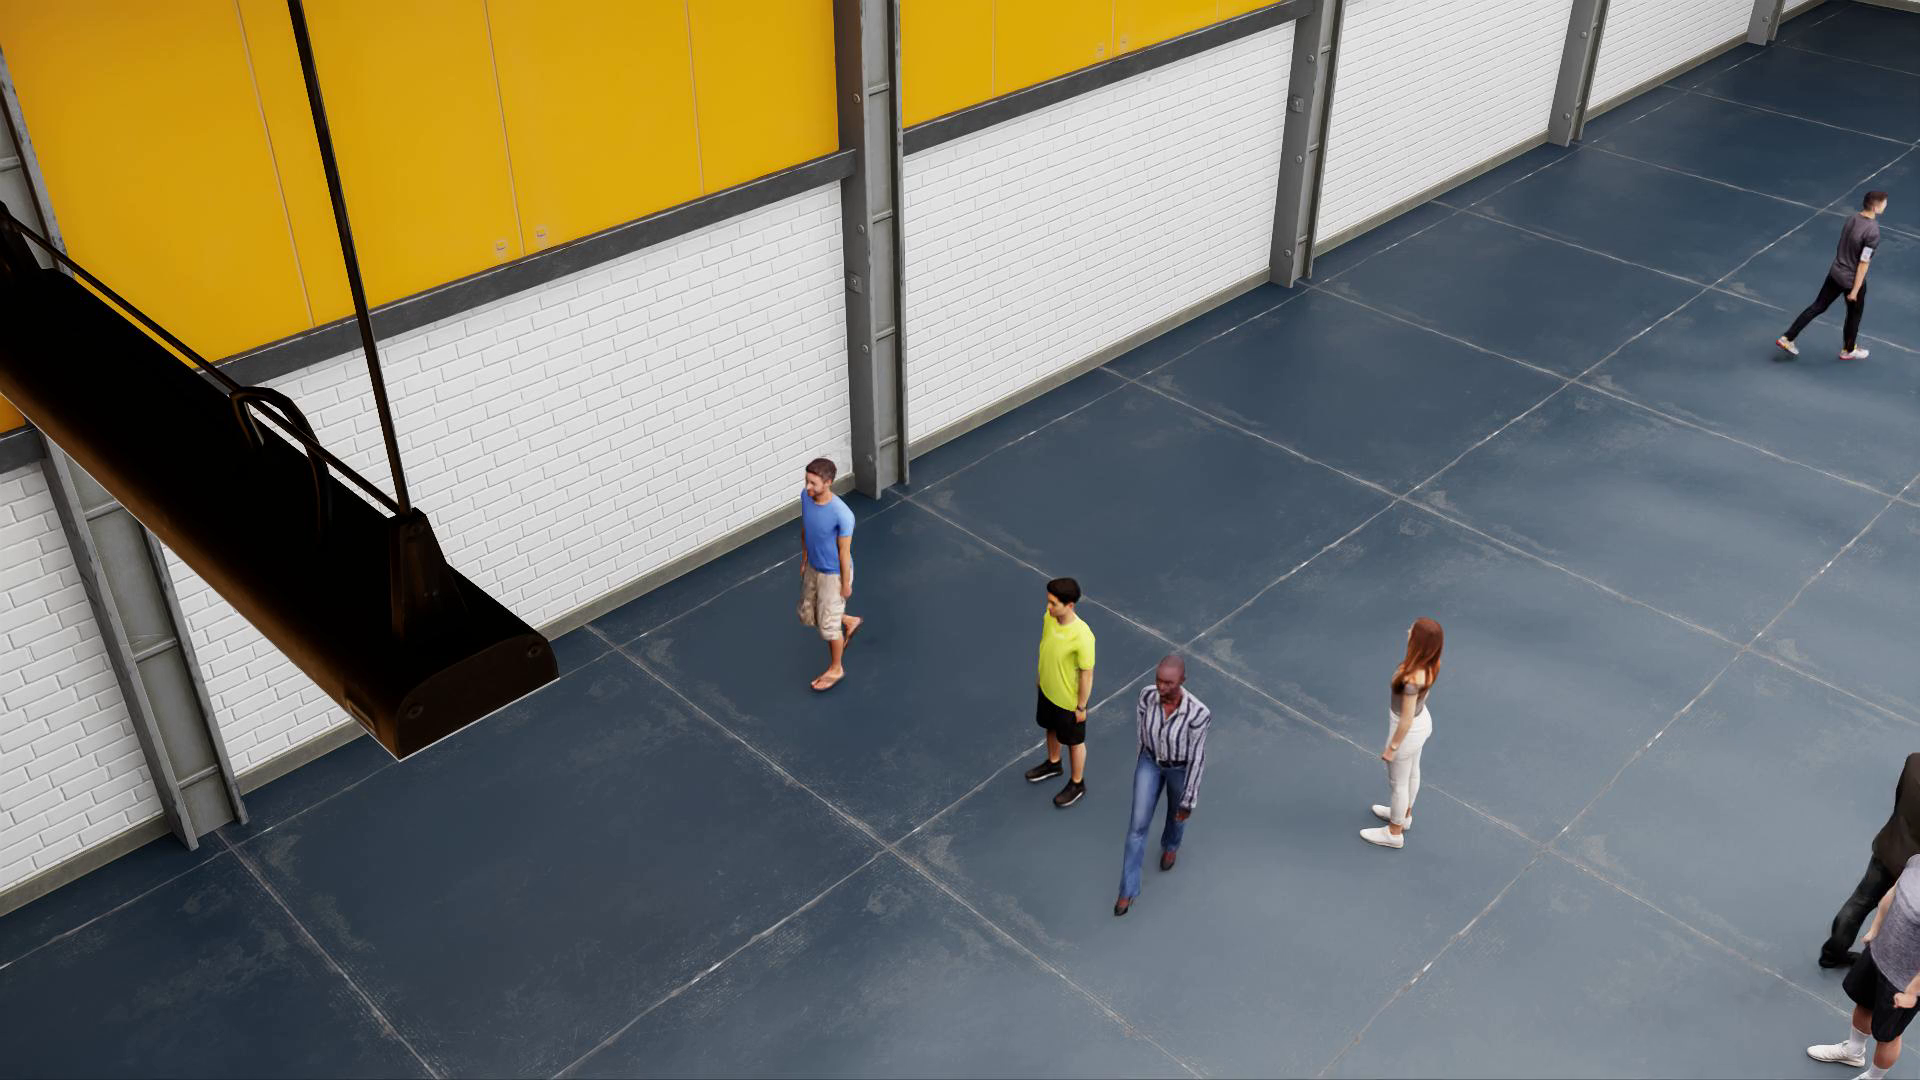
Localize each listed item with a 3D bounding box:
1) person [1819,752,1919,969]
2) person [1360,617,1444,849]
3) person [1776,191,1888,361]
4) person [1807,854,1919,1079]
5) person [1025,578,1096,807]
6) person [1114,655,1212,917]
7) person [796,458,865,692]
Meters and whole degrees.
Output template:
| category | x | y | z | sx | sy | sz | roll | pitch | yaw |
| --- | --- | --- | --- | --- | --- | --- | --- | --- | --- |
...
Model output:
| category | x | y | z | sx | sy | sz | roll | pitch | yaw |
| --- | --- | --- | --- | --- | --- | --- | --- | --- | --- |
| person | 5.291 | 1.797 | 9.413 | 1.154 | 1.775 | 1.036 | -6 | 34 | -9 |
| person | 2.801 | 1.195 | 10.364 | 0.688 | 1.724 | 0.517 | 21 | 39 | 28 |
| person | 8.397 | -2.502 | 15.918 | 1.231 | 1.733 | 1.091 | -4 | 34 | -7 |
| person | 4.940 | 2.213 | 8.700 | 0.789 | 1.872 | 0.714 | 2 | 34 | 3 |
| person | 0.673 | 0.947 | 10.753 | 0.582 | 1.707 | 0.665 | -20 | 39 | -28 |
| person | 1.294 | 1.368 | 10.073 | 0.877 | 1.758 | 1.165 | 14 | 36 | 20 |
| person | -0.873 | 0.177 | 11.785 | 0.823 | 1.847 | 0.636 | -28 | 43 | -35 |
